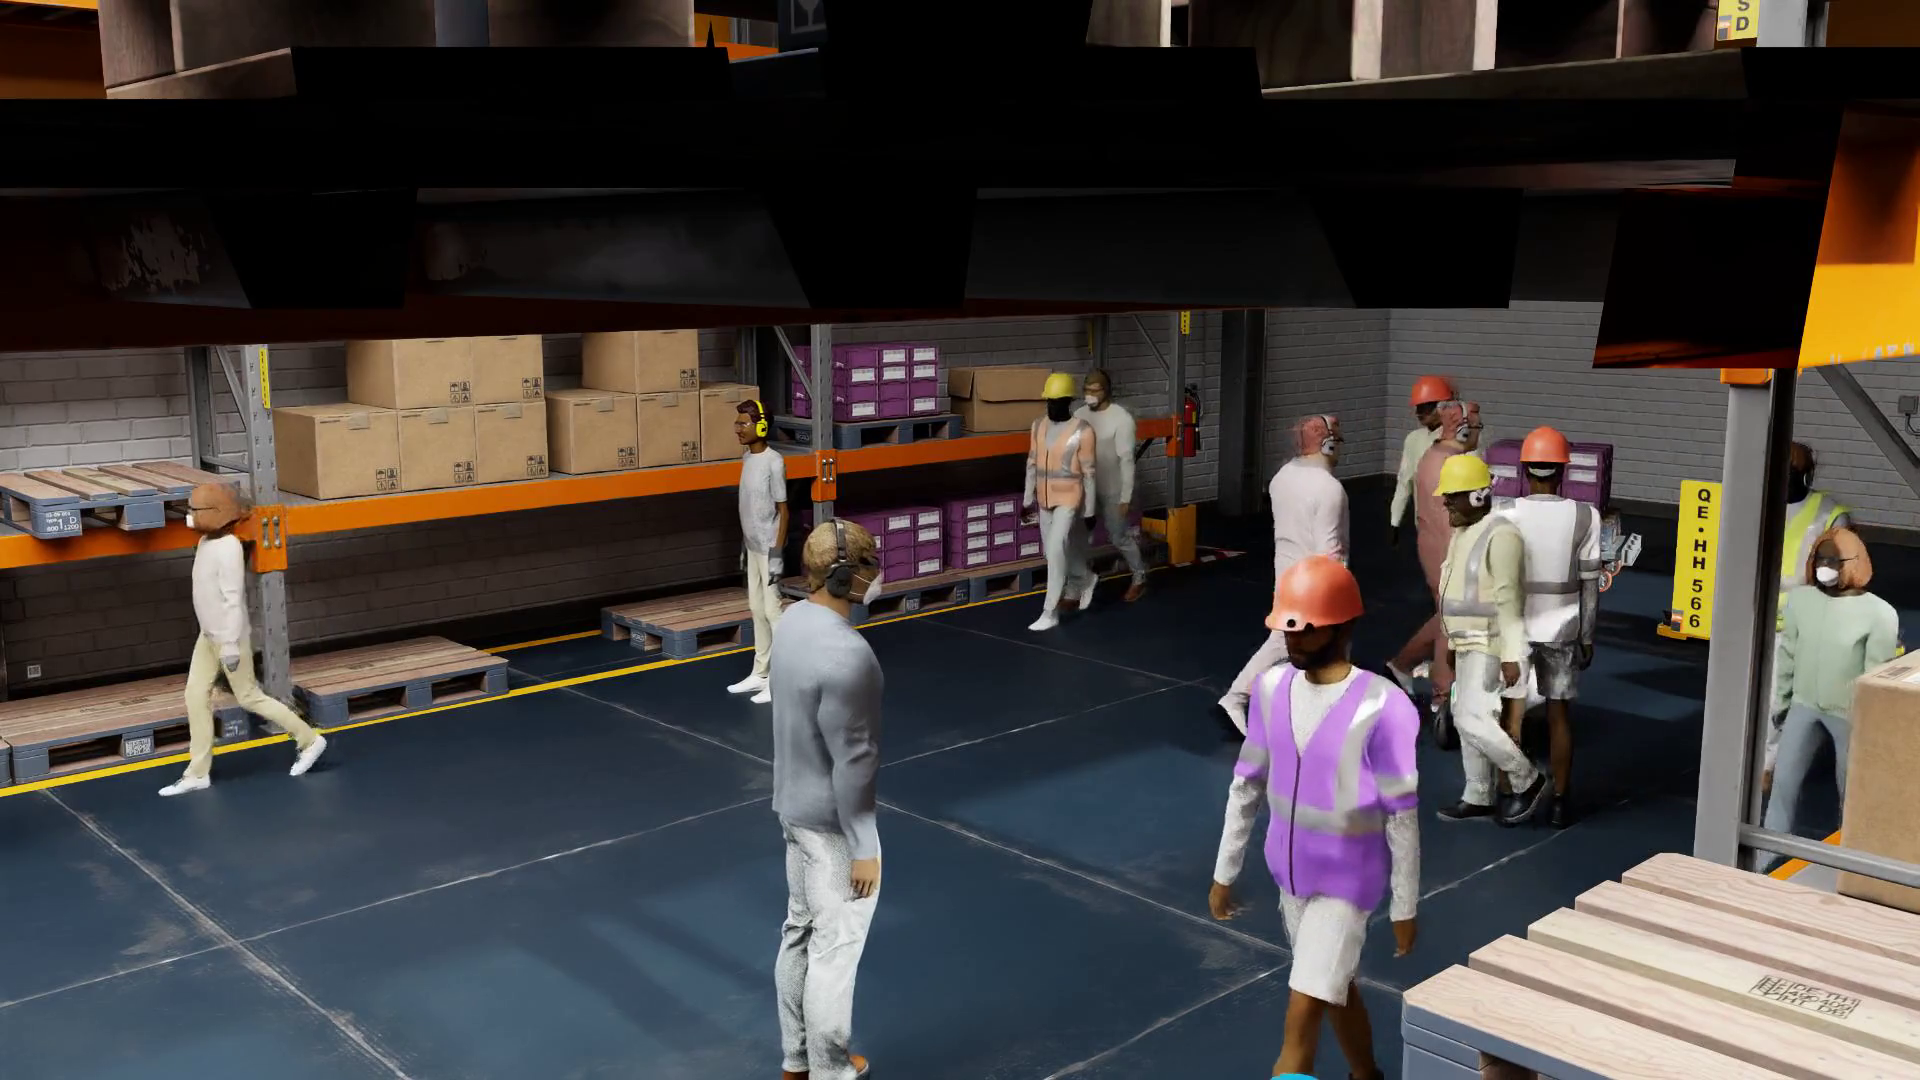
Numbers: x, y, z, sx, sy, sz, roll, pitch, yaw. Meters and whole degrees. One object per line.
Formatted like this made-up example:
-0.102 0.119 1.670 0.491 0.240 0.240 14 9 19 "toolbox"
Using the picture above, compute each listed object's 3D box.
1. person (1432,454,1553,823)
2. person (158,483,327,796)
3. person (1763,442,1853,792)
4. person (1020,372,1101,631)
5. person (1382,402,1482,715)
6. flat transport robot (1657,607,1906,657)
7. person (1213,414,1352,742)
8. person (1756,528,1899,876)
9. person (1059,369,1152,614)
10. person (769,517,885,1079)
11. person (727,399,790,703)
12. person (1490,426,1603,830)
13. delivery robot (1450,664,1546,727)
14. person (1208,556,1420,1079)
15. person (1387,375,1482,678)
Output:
2.501 0.493 7.981 0.530 1.798 0.632 0 10 -2 "person"
-3.715 0.490 8.556 0.783 1.604 0.505 -8 13 -39 "person"
4.116 0.402 8.424 0.643 1.820 0.447 9 13 43 "person"
0.797 -0.309 12.361 0.812 1.905 0.580 -9 13 -42 "person"
2.869 0.122 9.852 0.476 1.892 0.678 0 10 2 "person"
5.708 0.636 11.589 0.652 0.197 1.431 -9 13 -42 "flat transport robot"
1.896 0.229 9.303 0.898 1.876 0.652 -3 10 -19 "person"
3.605 0.761 6.996 0.801 1.577 0.523 -7 12 -36 "person"
1.148 -0.398 12.934 0.631 1.897 0.987 9 13 43 "person"
-0.407 0.886 5.249 0.352 1.937 0.635 -4 11 -23 "person"
-1.225 0.067 10.244 0.332 1.872 0.514 -6 11 -32 "person"
2.760 0.422 7.979 0.551 1.933 0.376 2 10 9 "person"
3.030 0.847 9.251 0.477 0.478 0.707 9 13 42 "delivery robot"
0.984 0.982 4.834 0.992 1.881 0.574 -7 12 -36 "person"
3.025 -0.084 10.850 0.899 1.955 0.655 -5 11 -29 "person"
